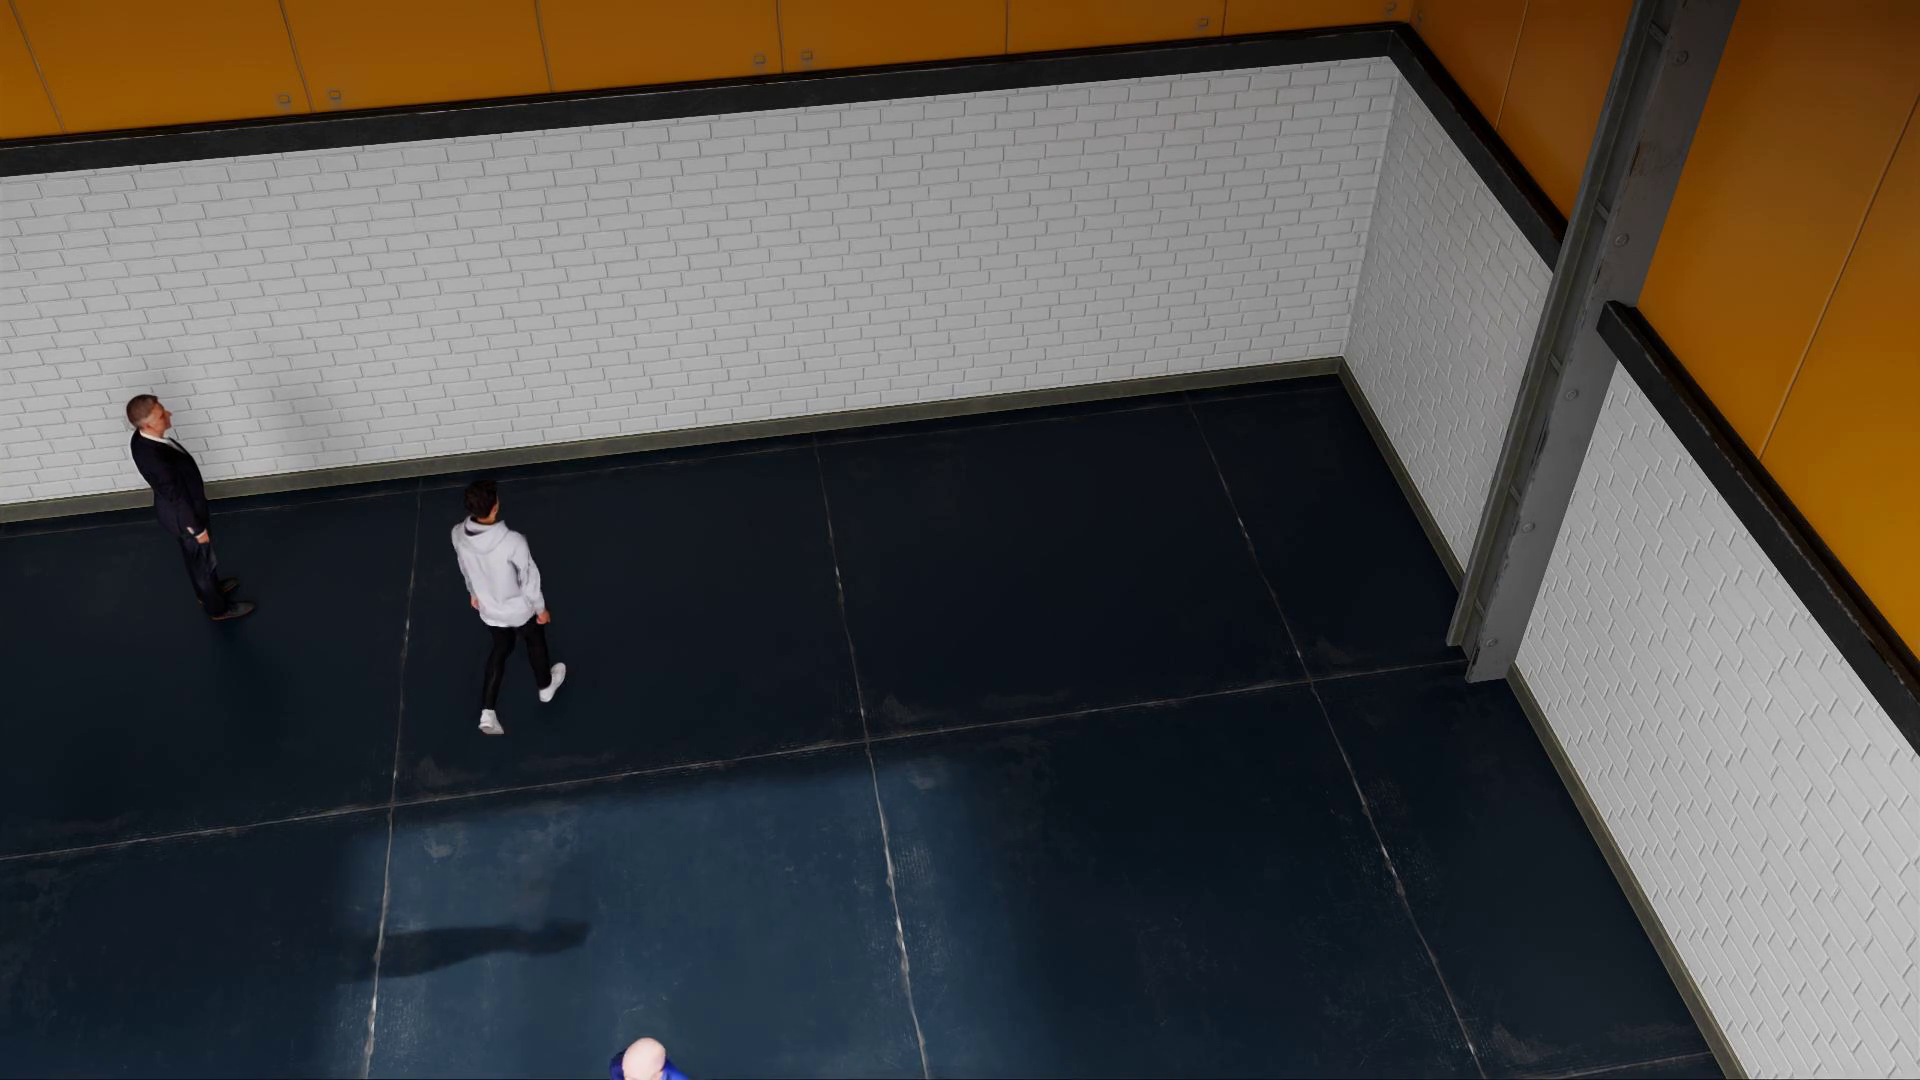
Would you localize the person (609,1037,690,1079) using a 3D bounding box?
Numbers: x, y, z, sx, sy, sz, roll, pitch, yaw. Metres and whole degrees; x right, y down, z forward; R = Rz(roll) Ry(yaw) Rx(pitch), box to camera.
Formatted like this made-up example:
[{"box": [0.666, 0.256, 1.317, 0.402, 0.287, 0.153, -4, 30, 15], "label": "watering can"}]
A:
[{"box": [-1.333, 2.816, 7.880, 1.200, 1.811, 1.190, 32, 52, 29], "label": "person"}]

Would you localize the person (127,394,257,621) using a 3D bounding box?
[{"box": [-5.185, -0.226, 11.072, 0.842, 1.814, 0.698, -27, 50, -25], "label": "person"}]

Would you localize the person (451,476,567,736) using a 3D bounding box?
[{"box": [-2.844, 0.458, 10.286, 0.974, 1.906, 1.182, 11, 45, 11], "label": "person"}]
